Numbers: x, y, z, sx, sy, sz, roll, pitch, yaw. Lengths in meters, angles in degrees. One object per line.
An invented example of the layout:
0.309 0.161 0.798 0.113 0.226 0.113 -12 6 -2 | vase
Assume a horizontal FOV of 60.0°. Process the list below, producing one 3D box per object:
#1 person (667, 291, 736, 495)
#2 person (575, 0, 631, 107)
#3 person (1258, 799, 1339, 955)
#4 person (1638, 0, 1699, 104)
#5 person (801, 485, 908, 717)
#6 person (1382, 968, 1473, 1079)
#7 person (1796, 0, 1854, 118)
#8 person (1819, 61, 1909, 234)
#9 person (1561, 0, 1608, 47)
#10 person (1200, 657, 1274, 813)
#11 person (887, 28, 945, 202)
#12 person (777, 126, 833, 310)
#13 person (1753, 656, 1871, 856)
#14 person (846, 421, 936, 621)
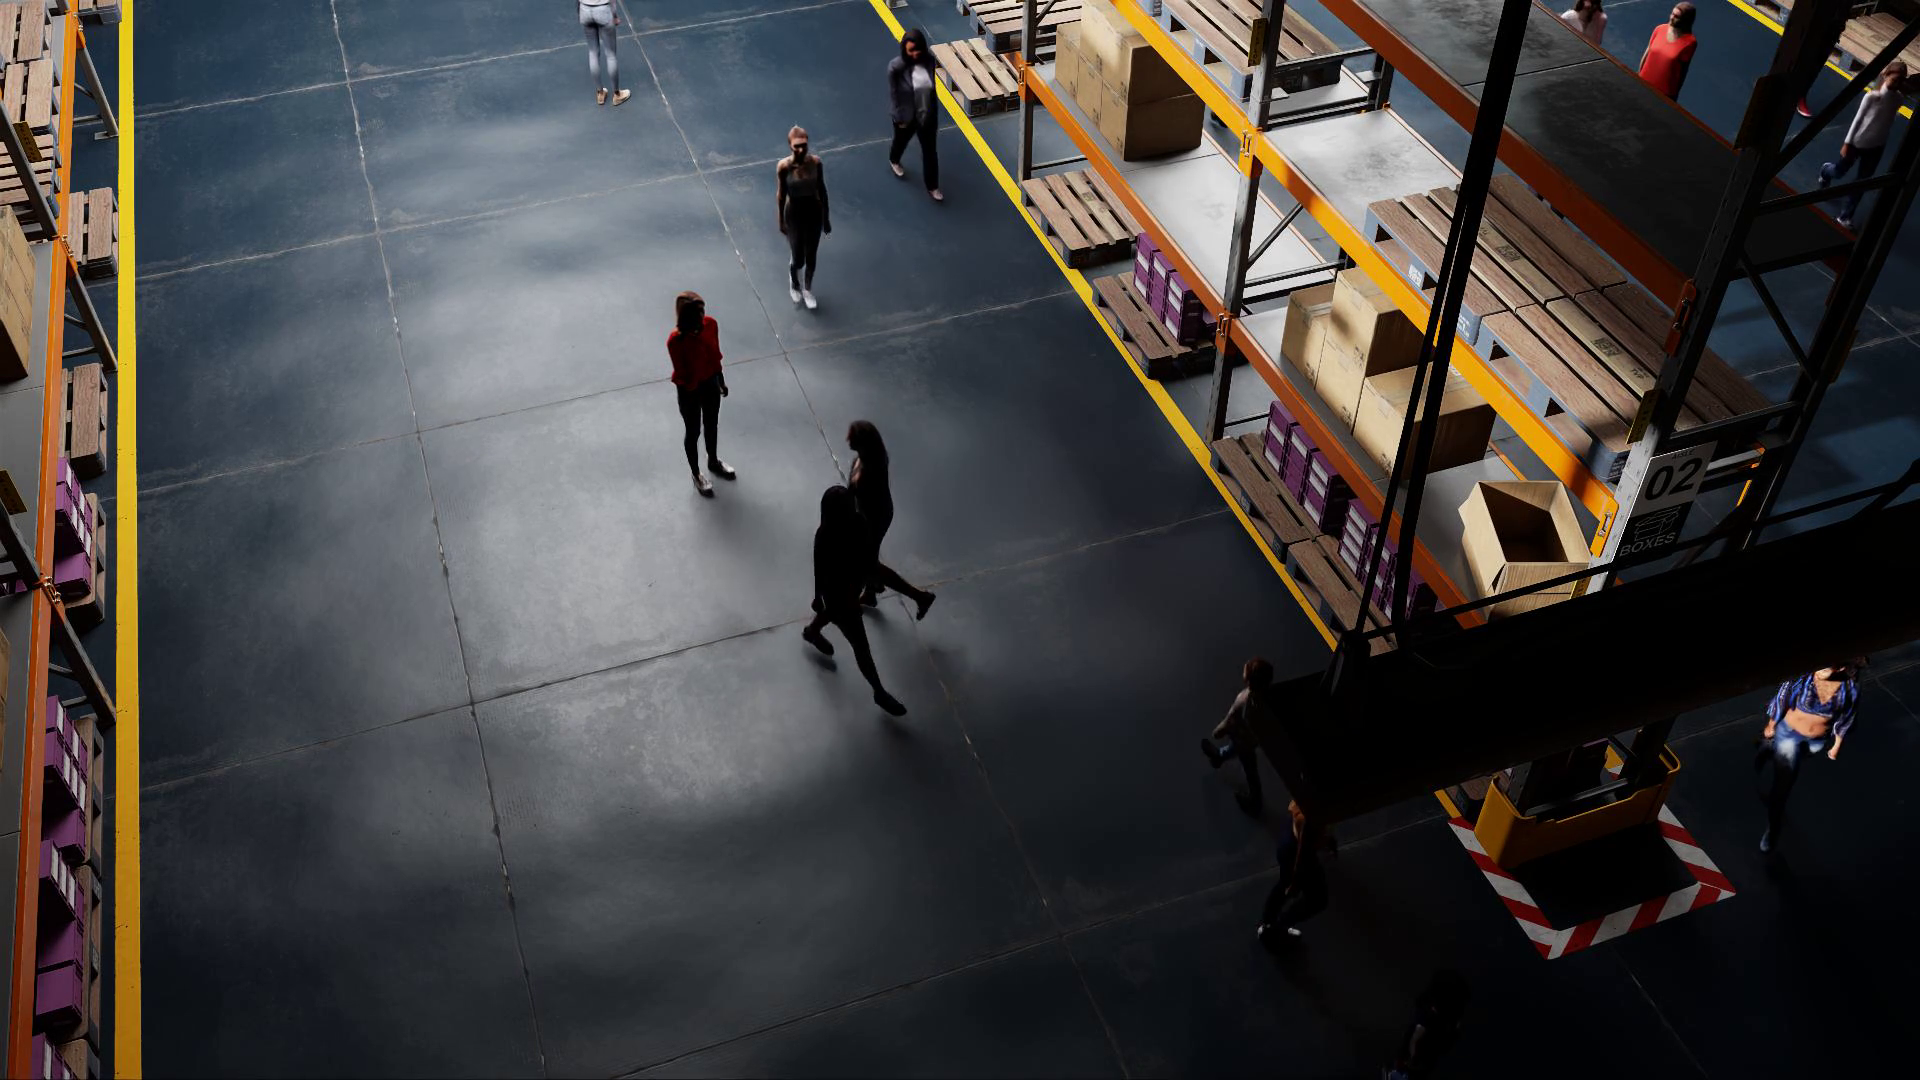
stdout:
-1.906 -1.109 12.150 0.676 1.705 0.688 31 52 28 | person
-3.558 -5.129 16.303 0.668 1.796 0.679 7 44 8 | person
1.808 1.735 9.231 0.740 1.615 0.665 6 44 6 | person
6.464 -4.186 15.387 0.723 1.695 0.594 -32 52 -29 | person
-0.806 0.297 10.689 1.292 1.685 1.048 29 51 27 | person
2.391 2.586 8.624 0.566 1.219 0.585 -21 47 -20 | person
8.379 -4.991 16.256 0.617 1.662 0.769 -12 45 -12 | person
8.071 -3.582 14.866 0.793 1.538 1.054 2 44 2 | person
5.685 -4.441 15.641 0.804 1.714 1.218 -4 44 -4 | person
1.788 1.207 10.112 0.677 1.162 0.873 -33 53 -30 | person
-0.461 -3.934 15.213 0.748 1.571 1.109 -21 47 -21 | person
-1.326 -2.724 13.855 0.574 1.692 0.601 -16 46 -16 | person
5.022 1.091 9.921 1.012 1.593 1.141 10 44 10 | person
-0.493 -0.090 11.098 0.954 1.681 0.947 13 45 13 | person
